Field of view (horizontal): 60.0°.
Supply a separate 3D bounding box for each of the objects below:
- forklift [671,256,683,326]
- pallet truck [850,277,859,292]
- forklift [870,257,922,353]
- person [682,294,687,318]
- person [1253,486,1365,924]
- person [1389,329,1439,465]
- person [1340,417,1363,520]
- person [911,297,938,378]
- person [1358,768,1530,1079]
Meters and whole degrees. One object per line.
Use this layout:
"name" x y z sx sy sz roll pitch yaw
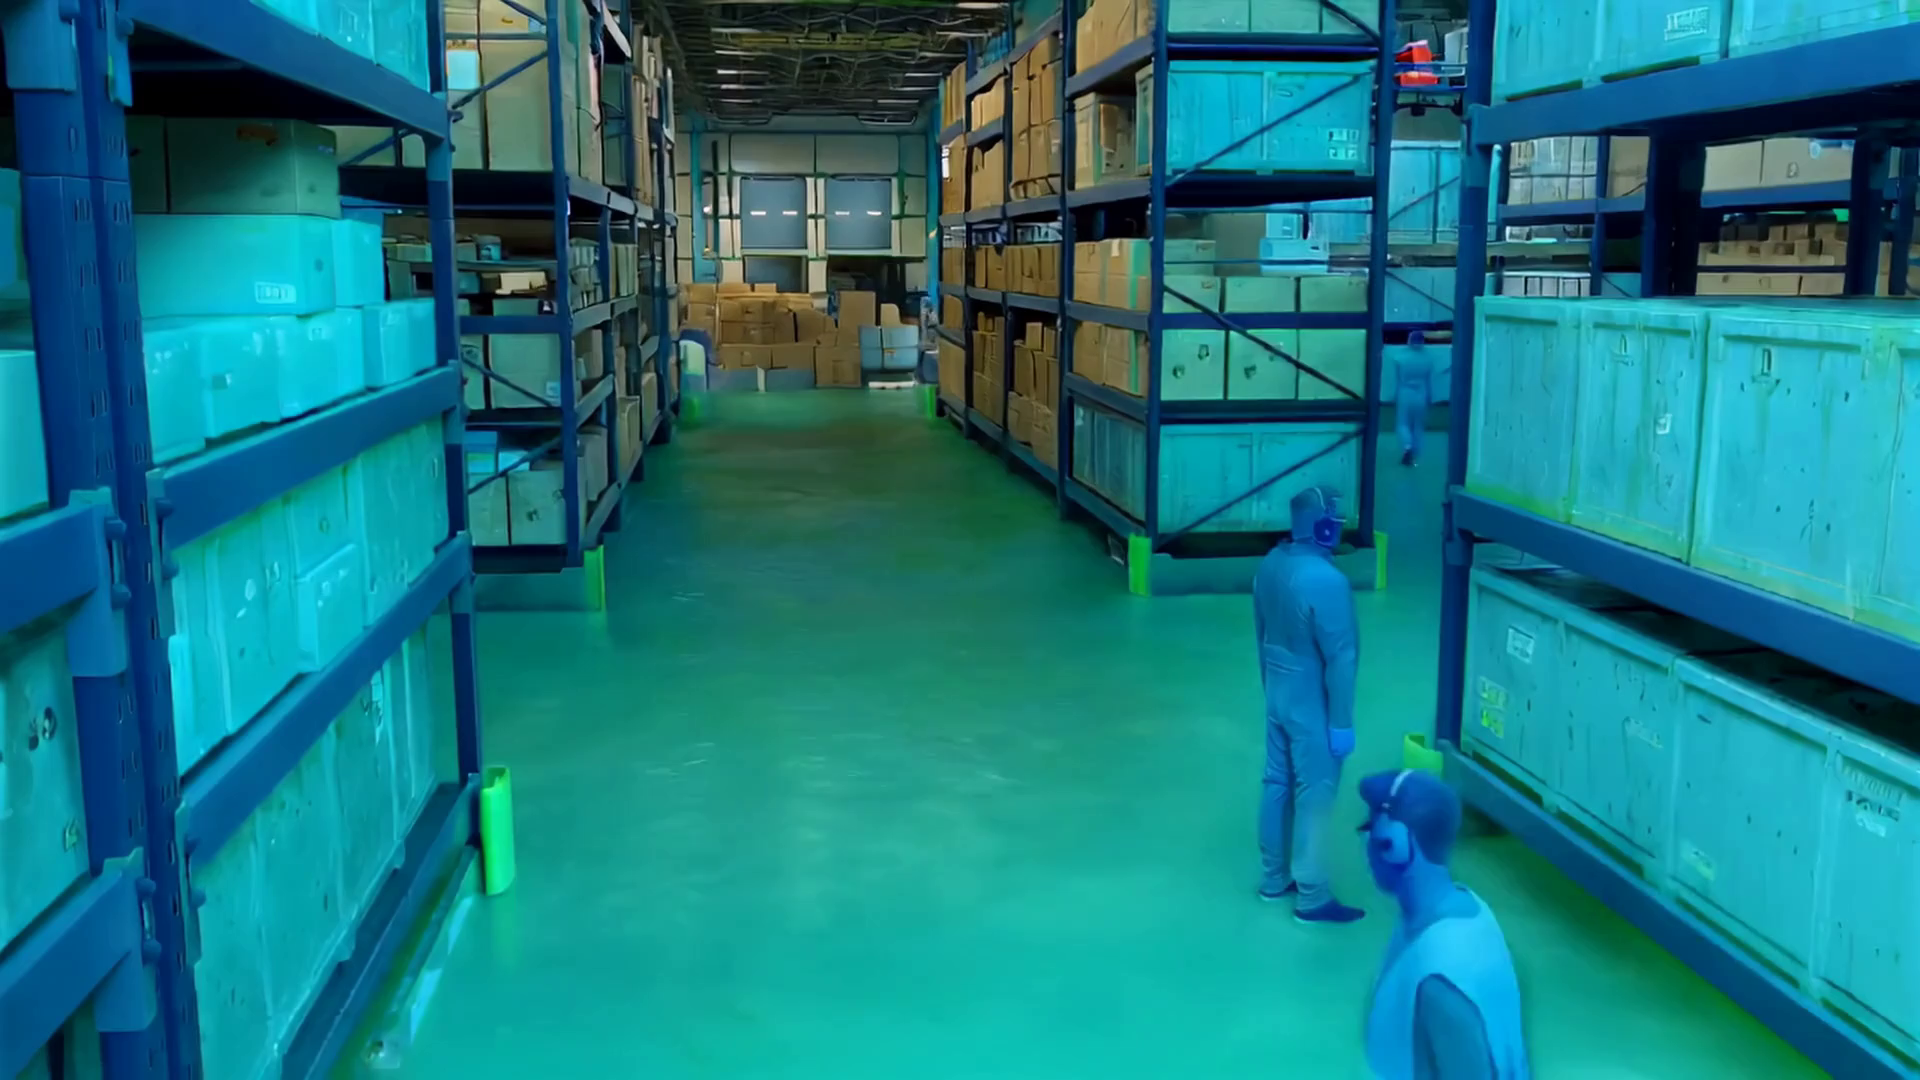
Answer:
"forklift" -10.866 -8.982 60.854 1.129 2.768 1.873 -4 11 -22
"pallet truck" -3.782 -9.391 65.808 1.885 1.965 0.823 2 10 10
"forklift" -2.190 -6.798 48.143 1.873 2.768 1.129 -8 13 -39
"person" -8.967 -7.630 55.878 0.653 1.882 1.007 -6 12 -33
"person" 1.538 0.711 7.262 0.407 1.908 0.641 -4 10 -20
"person" 6.189 -1.934 22.717 0.647 1.893 0.674 1 10 3
"person" 4.219 -1.059 18.190 0.319 1.690 0.530 -8 13 -39
"person" -0.756 -4.744 39.043 0.893 1.903 0.548 -8 12 -38
"person" 1.030 1.395 3.566 0.440 1.802 0.647 2 10 13
